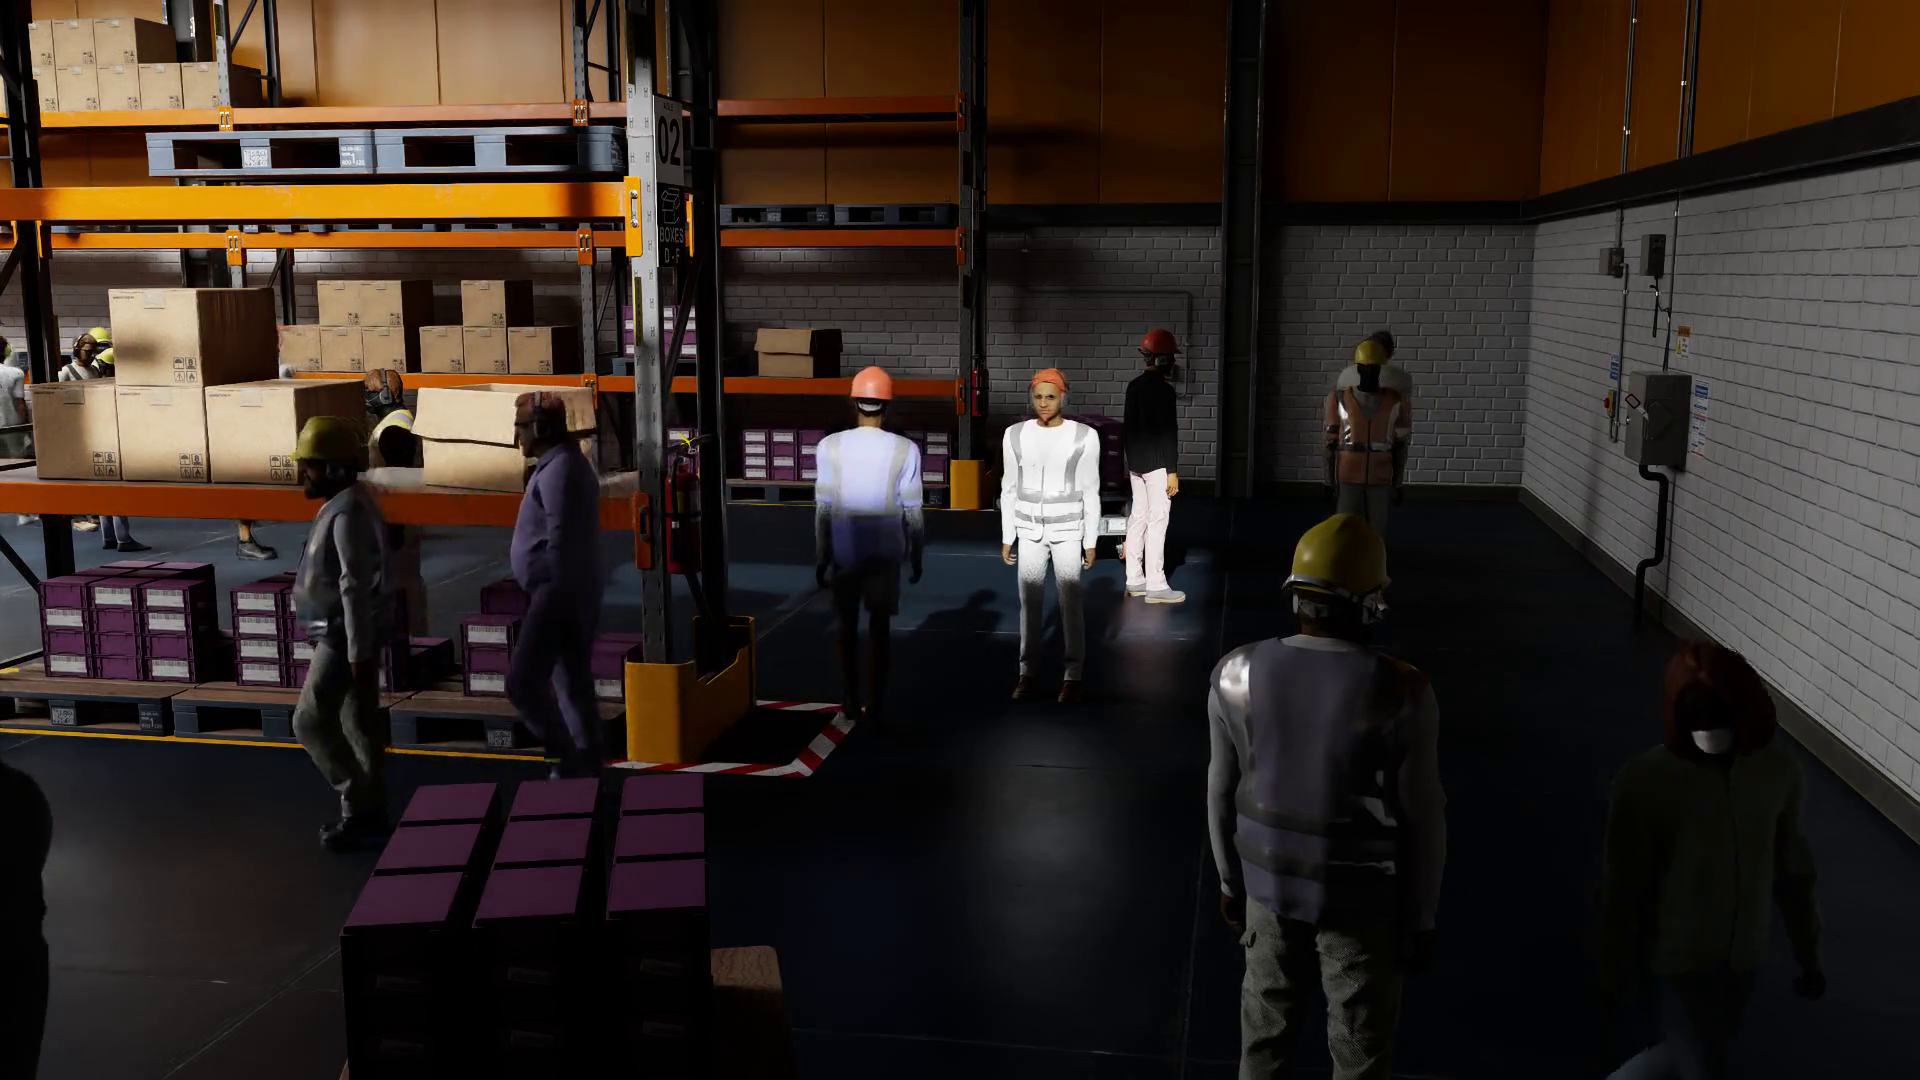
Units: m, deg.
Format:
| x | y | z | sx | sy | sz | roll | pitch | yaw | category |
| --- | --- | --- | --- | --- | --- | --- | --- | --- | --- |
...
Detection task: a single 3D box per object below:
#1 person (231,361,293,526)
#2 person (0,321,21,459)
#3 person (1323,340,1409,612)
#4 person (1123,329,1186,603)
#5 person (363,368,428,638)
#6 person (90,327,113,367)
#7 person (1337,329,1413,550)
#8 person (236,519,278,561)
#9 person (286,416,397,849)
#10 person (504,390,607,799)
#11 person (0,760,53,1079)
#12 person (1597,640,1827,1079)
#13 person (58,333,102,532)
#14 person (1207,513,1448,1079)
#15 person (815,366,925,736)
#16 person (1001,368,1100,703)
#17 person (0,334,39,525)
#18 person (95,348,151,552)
| x | y | z | sx | sy | sz | roll | pitch | yaw | category |
| --- | --- | --- | --- | --- | --- | --- | --- | --- | --- |
| -6.665 | -1.084 | 15.845 | 0.946 | 1.892 | 0.567 | -9 | 13 | -44 | person |
| -10.414 | -1.492 | 17.938 | 0.684 | 2.000 | 0.536 | 1 | 9 | 7 | person |
| 2.874 | -0.450 | 11.820 | 0.587 | 1.930 | 0.363 | 1 | 9 | 4 | person |
| 1.428 | -0.541 | 12.179 | 0.391 | 1.992 | 0.623 | -4 | 10 | -24 | person |
| -3.455 | -0.133 | 10.174 | 0.430 | 1.835 | 0.621 | -3 | 10 | -20 | person |
| -9.065 | -1.345 | 17.674 | 0.404 | 1.830 | 0.599 | 8 | 12 | 41 | person |
| 3.504 | -0.818 | 14.106 | 0.645 | 1.926 | 0.621 | 4 | 10 | 25 | person |
| -5.950 | -0.799 | 13.962 | 0.373 | 1.934 | 0.552 | -4 | 10 | -24 | person |
| -2.592 | 0.385 | 6.971 | 0.448 | 1.816 | 0.600 | -2 | 9 | -14 | person |
| -1.832 | 0.276 | 7.451 | 0.500 | 1.884 | 0.664 | -1 | 9 | -7 | person |
| -1.914 | 1.014 | 2.907 | 0.652 | 1.884 | 0.989 | -7 | 12 | -38 | person |
| 1.753 | 0.986 | 3.992 | 0.560 | 1.582 | 0.830 | -3 | 10 | -17 | person |
| -8.148 | -1.005 | 15.539 | 0.344 | 1.841 | 0.504 | 3 | 10 | 16 | person |
| 0.902 | 0.844 | 4.090 | 0.594 | 1.832 | 0.404 | 6 | 11 | 32 | person |
| -0.464 | 0.040 | 8.818 | 0.561 | 1.912 | 0.730 | 0 | 9 | 2 | person |
| 0.505 | -0.024 | 9.343 | 0.577 | 1.879 | 0.347 | 3 | 10 | 20 | person |
| -8.993 | -1.018 | 15.620 | 0.546 | 1.842 | 0.765 | -1 | 9 | -7 | person |
| -7.283 | -0.776 | 14.374 | 0.523 | 1.760 | 0.325 | 7 | 12 | 38 | person |
